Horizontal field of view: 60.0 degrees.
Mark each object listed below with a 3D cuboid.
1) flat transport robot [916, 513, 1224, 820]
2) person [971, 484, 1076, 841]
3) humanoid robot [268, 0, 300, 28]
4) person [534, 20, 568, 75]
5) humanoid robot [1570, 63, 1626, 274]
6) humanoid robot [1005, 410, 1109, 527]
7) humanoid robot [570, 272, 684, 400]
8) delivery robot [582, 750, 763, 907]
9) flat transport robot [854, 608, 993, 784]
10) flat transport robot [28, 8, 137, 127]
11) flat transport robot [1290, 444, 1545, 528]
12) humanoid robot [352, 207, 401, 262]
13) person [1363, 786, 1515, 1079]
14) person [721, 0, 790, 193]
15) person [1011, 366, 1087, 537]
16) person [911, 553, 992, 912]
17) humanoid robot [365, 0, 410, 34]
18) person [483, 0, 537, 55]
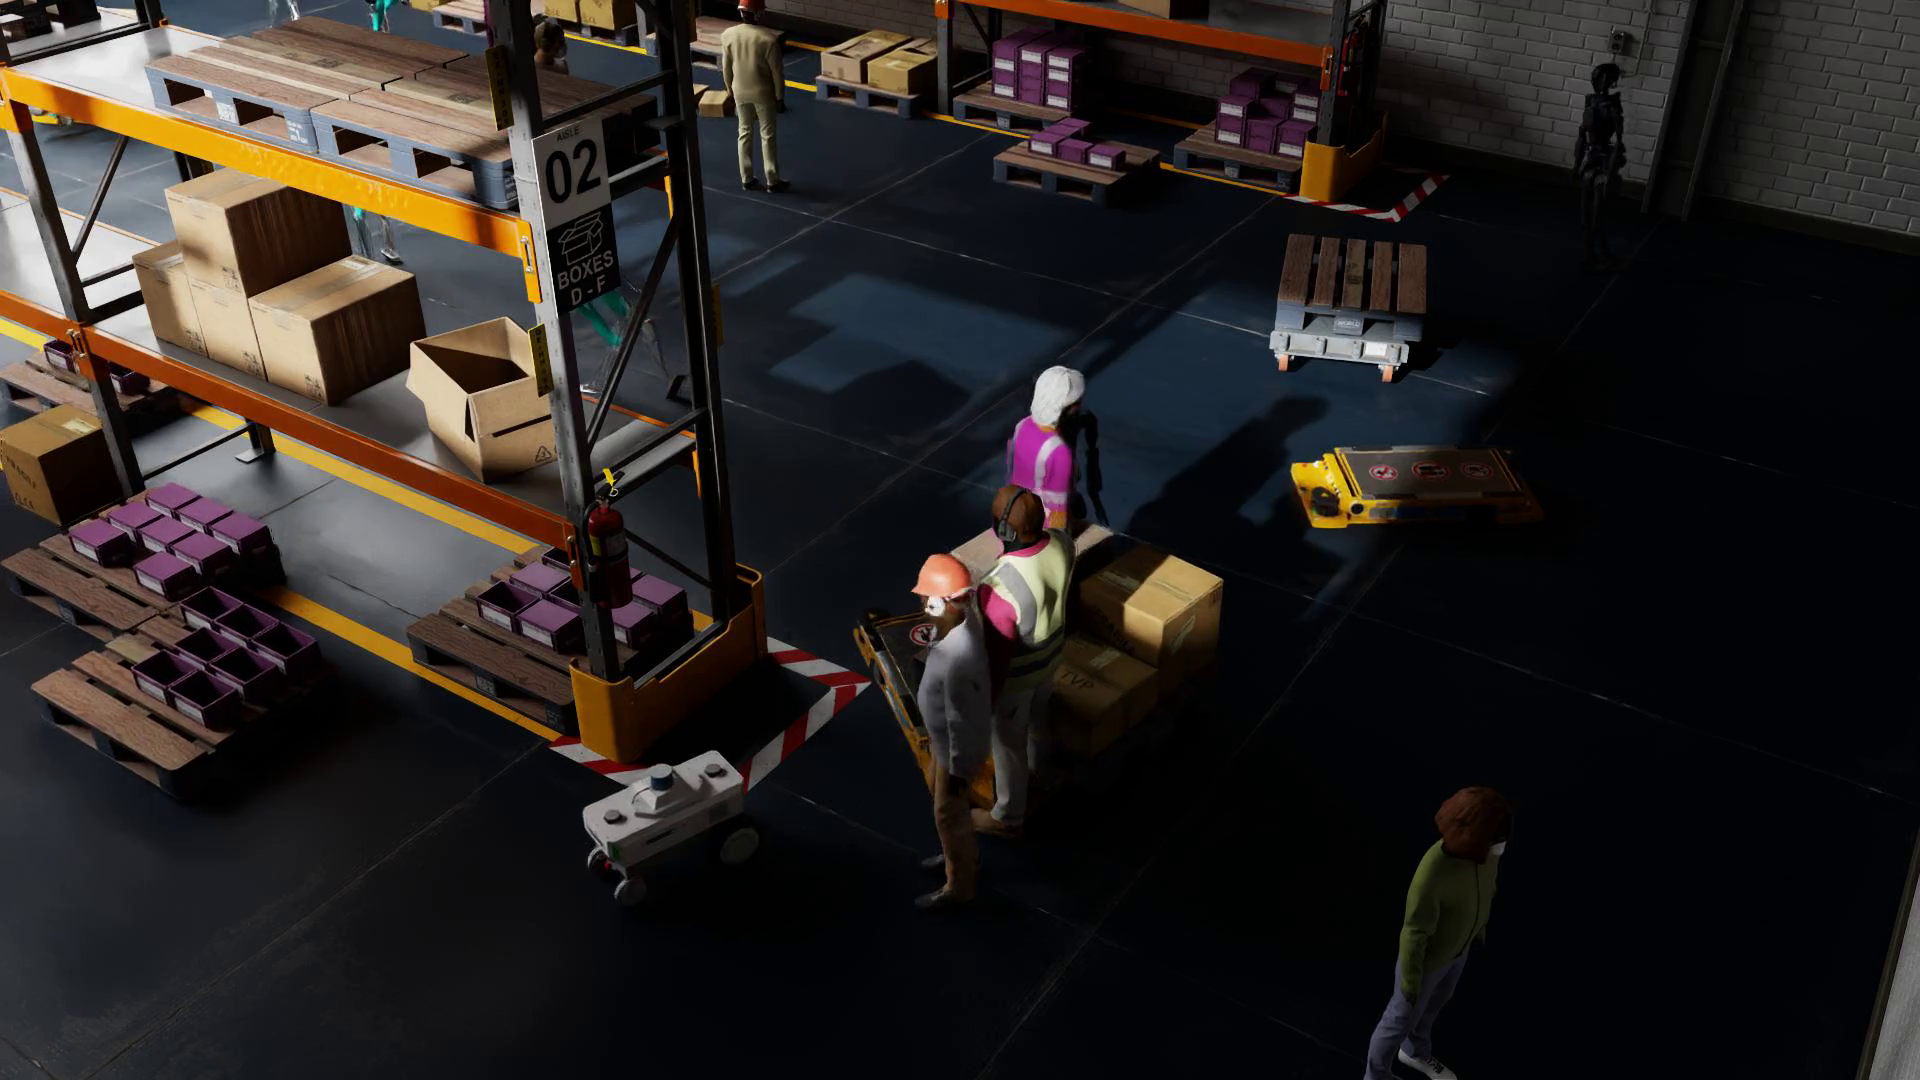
[{"bbox_3d":[0.507,0.895,8.497,0.659,0.231,1.431,27,42,35],"label":"flat transport robot"},{"bbox_3d":[0.250,0.559,7.572,0.429,1.841,0.634,20,38,27],"label":"person"},{"bbox_3d":[-7.572,-6.353,18.360,0.857,1.849,0.558,28,42,35],"label":"humanoid robot"},{"bbox_3d":[-3.270,-3.150,13.201,0.468,1.919,0.664,9,34,13],"label":"person"},{"bbox_3d":[5.092,-2.919,13.099,0.487,1.640,0.603,-2,33,-3],"label":"humanoid robot"},{"bbox_3d":[0.498,-0.196,8.891,0.601,1.645,0.353,-14,36,-21],"label":"humanoid robot"},{"bbox_3d":[-2.292,-1.716,11.195,0.912,1.794,0.546,9,34,14],"label":"humanoid robot"},{"bbox_3d":[-1.346,1.278,7.630,0.751,0.576,0.499,-23,39,-31],"label":"delivery robot"},{"bbox_3d":[-0.042,0.784,8.668,0.659,0.231,1.431,-11,35,-16],"label":"flat transport robot"},{"bbox_3d":[-8.372,-4.275,16.443,1.431,0.231,0.659,6,34,9],"label":"flat transport robot"},{"bbox_3d":[2.846,-0.333,10.384,1.431,0.231,0.659,-1,33,-2],"label":"flat transport robot"},{"bbox_3d":[-4.713,-2.946,13.162,0.551,1.900,0.728,-25,41,-33],"label":"humanoid robot"},{"bbox_3d":[1.810,1.547,6.252,0.496,1.627,0.286,-26,41,-34],"label":"person"},{"bbox_3d":[-1.777,-3.921,14.538,0.567,1.749,0.339,11,35,17],"label":"person"},{"bbox_3d":[0.500,-0.077,8.556,0.733,1.817,0.539,-17,37,-25],"label":"person"},{"bbox_3d":[-0.032,0.844,7.252,0.345,1.720,0.595,-1,33,-1],"label":"person"},{"bbox_3d":[-6.064,-5.726,17.339,0.831,1.792,0.537,27,42,35],"label":"humanoid robot"},{"bbox_3d":[-4.041,-4.366,15.044,0.498,1.949,0.426,13,35,19],"label":"person"}]
